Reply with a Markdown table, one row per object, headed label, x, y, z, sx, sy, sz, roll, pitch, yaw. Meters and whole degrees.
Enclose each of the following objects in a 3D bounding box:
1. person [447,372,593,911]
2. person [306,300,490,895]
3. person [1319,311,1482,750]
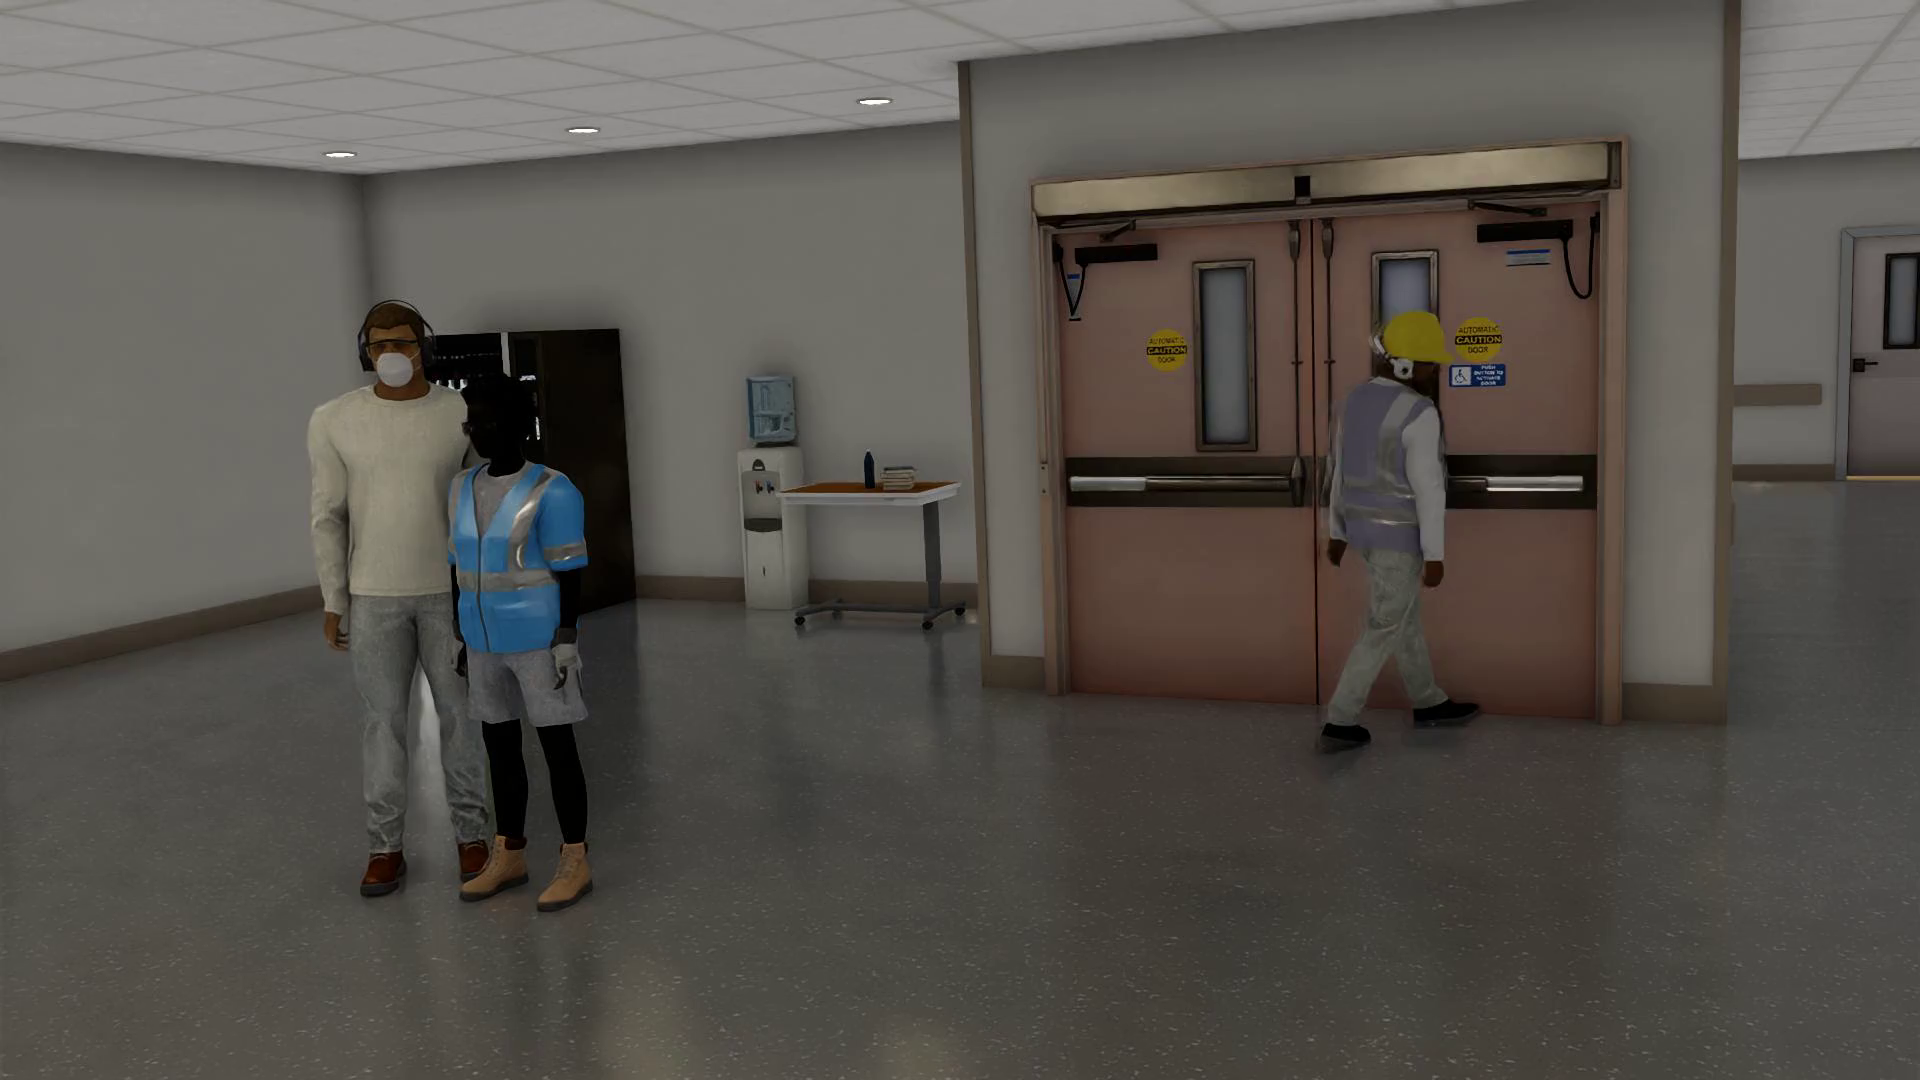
| label | x | y | z | sx | sy | sz | roll | pitch | yaw |
| --- | --- | --- | --- | --- | --- | --- | --- | --- | --- |
| person | -1.405 | 0.319 | 5.273 | 0.535 | 1.697 | 0.318 | 1 | 8 | 26 |
| person | -1.795 | 0.185 | 5.497 | 0.627 | 1.940 | 0.375 | -4 | 8 | -14 |
| person | 1.773 | -0.034 | 6.755 | 0.825 | 1.772 | 0.641 | -5 | 8 | -18 |
